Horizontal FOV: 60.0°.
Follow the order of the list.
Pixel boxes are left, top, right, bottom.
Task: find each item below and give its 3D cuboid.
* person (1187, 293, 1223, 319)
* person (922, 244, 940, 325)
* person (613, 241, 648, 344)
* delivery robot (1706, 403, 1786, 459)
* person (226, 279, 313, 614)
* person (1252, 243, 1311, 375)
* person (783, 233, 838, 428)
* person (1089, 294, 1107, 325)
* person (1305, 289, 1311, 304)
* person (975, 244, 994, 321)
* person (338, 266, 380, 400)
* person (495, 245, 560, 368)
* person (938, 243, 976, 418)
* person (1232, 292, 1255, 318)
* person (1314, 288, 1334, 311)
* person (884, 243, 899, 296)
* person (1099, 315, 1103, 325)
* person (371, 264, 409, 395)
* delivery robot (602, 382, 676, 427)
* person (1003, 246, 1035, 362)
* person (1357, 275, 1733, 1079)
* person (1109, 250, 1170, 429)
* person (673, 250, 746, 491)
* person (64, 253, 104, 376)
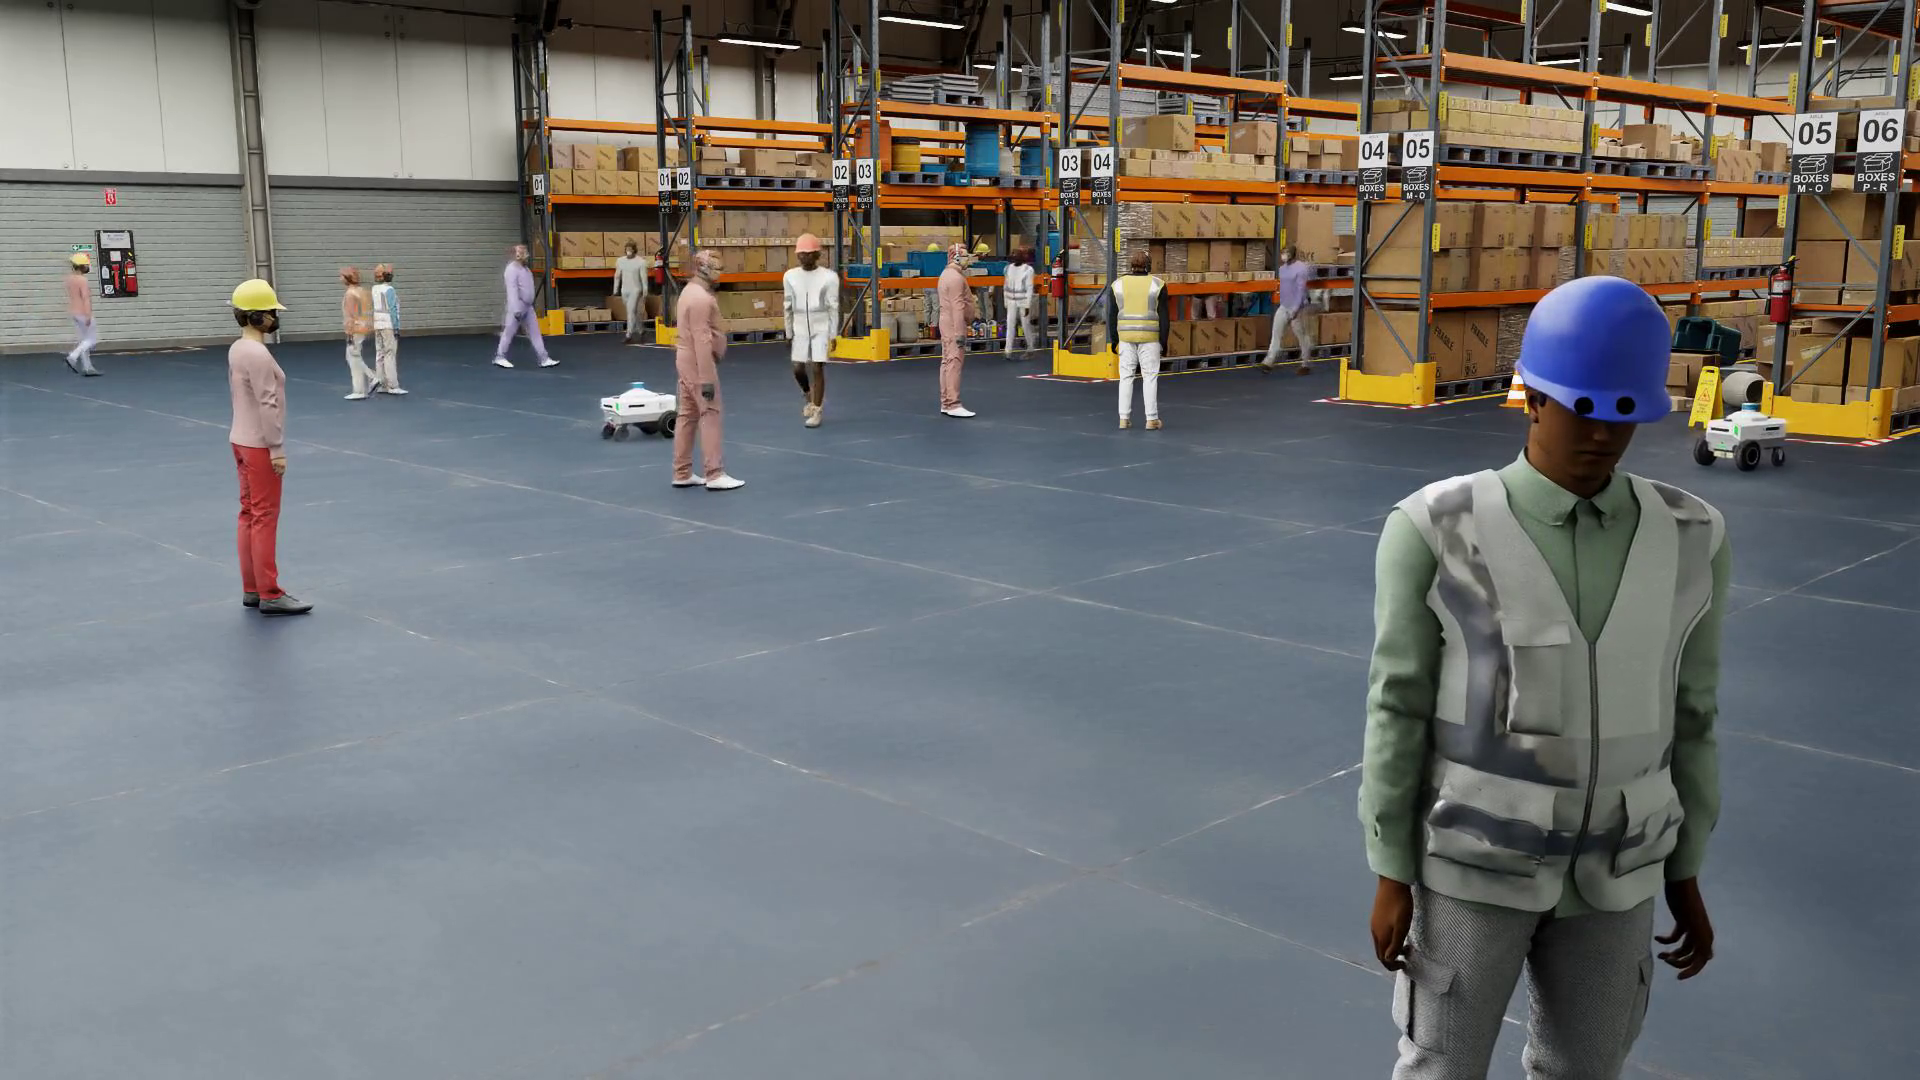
[{"bbox_3d":[4.317,-4.307,29.227,0.773,1.915,0.955,-1,10,-6],"label":"person"},{"bbox_3d":[-0.508,-4.858,32.476,0.403,1.837,0.590,-9,14,-41],"label":"person"},{"bbox_3d":[-6.134,-4.672,31.307,0.637,1.904,0.959,4,11,21],"label":"person"},{"bbox_3d":[6.878,-0.954,14.544,0.707,0.478,0.477,-6,12,-28],"label":"delivery robot"},{"bbox_3d":[-3.717,-0.496,8.883,0.319,1.769,0.523,-8,13,-37],"label":"person"},{"bbox_3d":[4.689,-3.301,23.834,1.012,1.883,0.652,-6,12,-28],"label":"person"},{"bbox_3d":[-1.561,-2.210,17.534,0.604,2.027,0.524,2,11,10],"label":"person"},{"bbox_3d":[2.432,-3.881,26.935,0.706,1.909,0.585,-9,14,-41],"label":"person"},{"bbox_3d":[6.041,-4.476,30.222,0.605,1.899,0.862,10,14,42],"label":"person"},{"bbox_3d":[0.491,-5.110,33.871,0.404,1.829,0.591,-6,12,-30],"label":"person"},{"bbox_3d":[-7.409,-2.531,20.347,0.365,1.624,0.527,-1,10,-6],"label":"person"},{"bbox_3d":[-6.629,-3.524,25.162,1.020,1.860,0.660,3,11,14],"label":"person"},{"bbox_3d":[-0.032,-2.333,18.512,0.400,1.910,0.643,-2,11,-11],"label":"person"},{"bbox_3d":[5.359,-4.750,31.642,0.547,1.925,0.571,-9,14,-41],"label":"person"},{"bbox_3d":[8.586,-6.038,38.953,0.444,1.821,0.652,-6,12,-30],"label":"person"},{"bbox_3d":[-1.504,-5.549,36.252,0.404,1.831,0.600,-7,12,-32],"label":"person"},{"bbox_3d":[2.993,-5.210,34.342,0.503,1.860,0.311,7,12,32],"label":"person"},{"bbox_3d":[-7.244,-2.658,21.025,0.520,1.640,0.312,10,14,43],"label":"person"},{"bbox_3d":[-3.201,-1.330,16.596,0.707,0.478,0.477,-8,13,-39],"label":"delivery robot"},{"bbox_3d":[0.947,-3.785,26.666,0.580,1.841,0.922,6,12,28],"label":"person"},{"bbox_3d":[0.963,0.539,2.766,0.602,1.939,0.398,-1,10,-5],"label":"person"},{"bbox_3d":[1.871,-2.081,17.318,0.636,1.842,0.429,4,11,18],"label":"person"},{"bbox_3d":[-2.020,-1.339,13.204,0.602,1.880,0.648,-4,11,-19],"label":"person"},{"bbox_3d":[-12.516,-3.195,23.651,0.528,1.756,0.483,8,13,38],"label":"person"}]
